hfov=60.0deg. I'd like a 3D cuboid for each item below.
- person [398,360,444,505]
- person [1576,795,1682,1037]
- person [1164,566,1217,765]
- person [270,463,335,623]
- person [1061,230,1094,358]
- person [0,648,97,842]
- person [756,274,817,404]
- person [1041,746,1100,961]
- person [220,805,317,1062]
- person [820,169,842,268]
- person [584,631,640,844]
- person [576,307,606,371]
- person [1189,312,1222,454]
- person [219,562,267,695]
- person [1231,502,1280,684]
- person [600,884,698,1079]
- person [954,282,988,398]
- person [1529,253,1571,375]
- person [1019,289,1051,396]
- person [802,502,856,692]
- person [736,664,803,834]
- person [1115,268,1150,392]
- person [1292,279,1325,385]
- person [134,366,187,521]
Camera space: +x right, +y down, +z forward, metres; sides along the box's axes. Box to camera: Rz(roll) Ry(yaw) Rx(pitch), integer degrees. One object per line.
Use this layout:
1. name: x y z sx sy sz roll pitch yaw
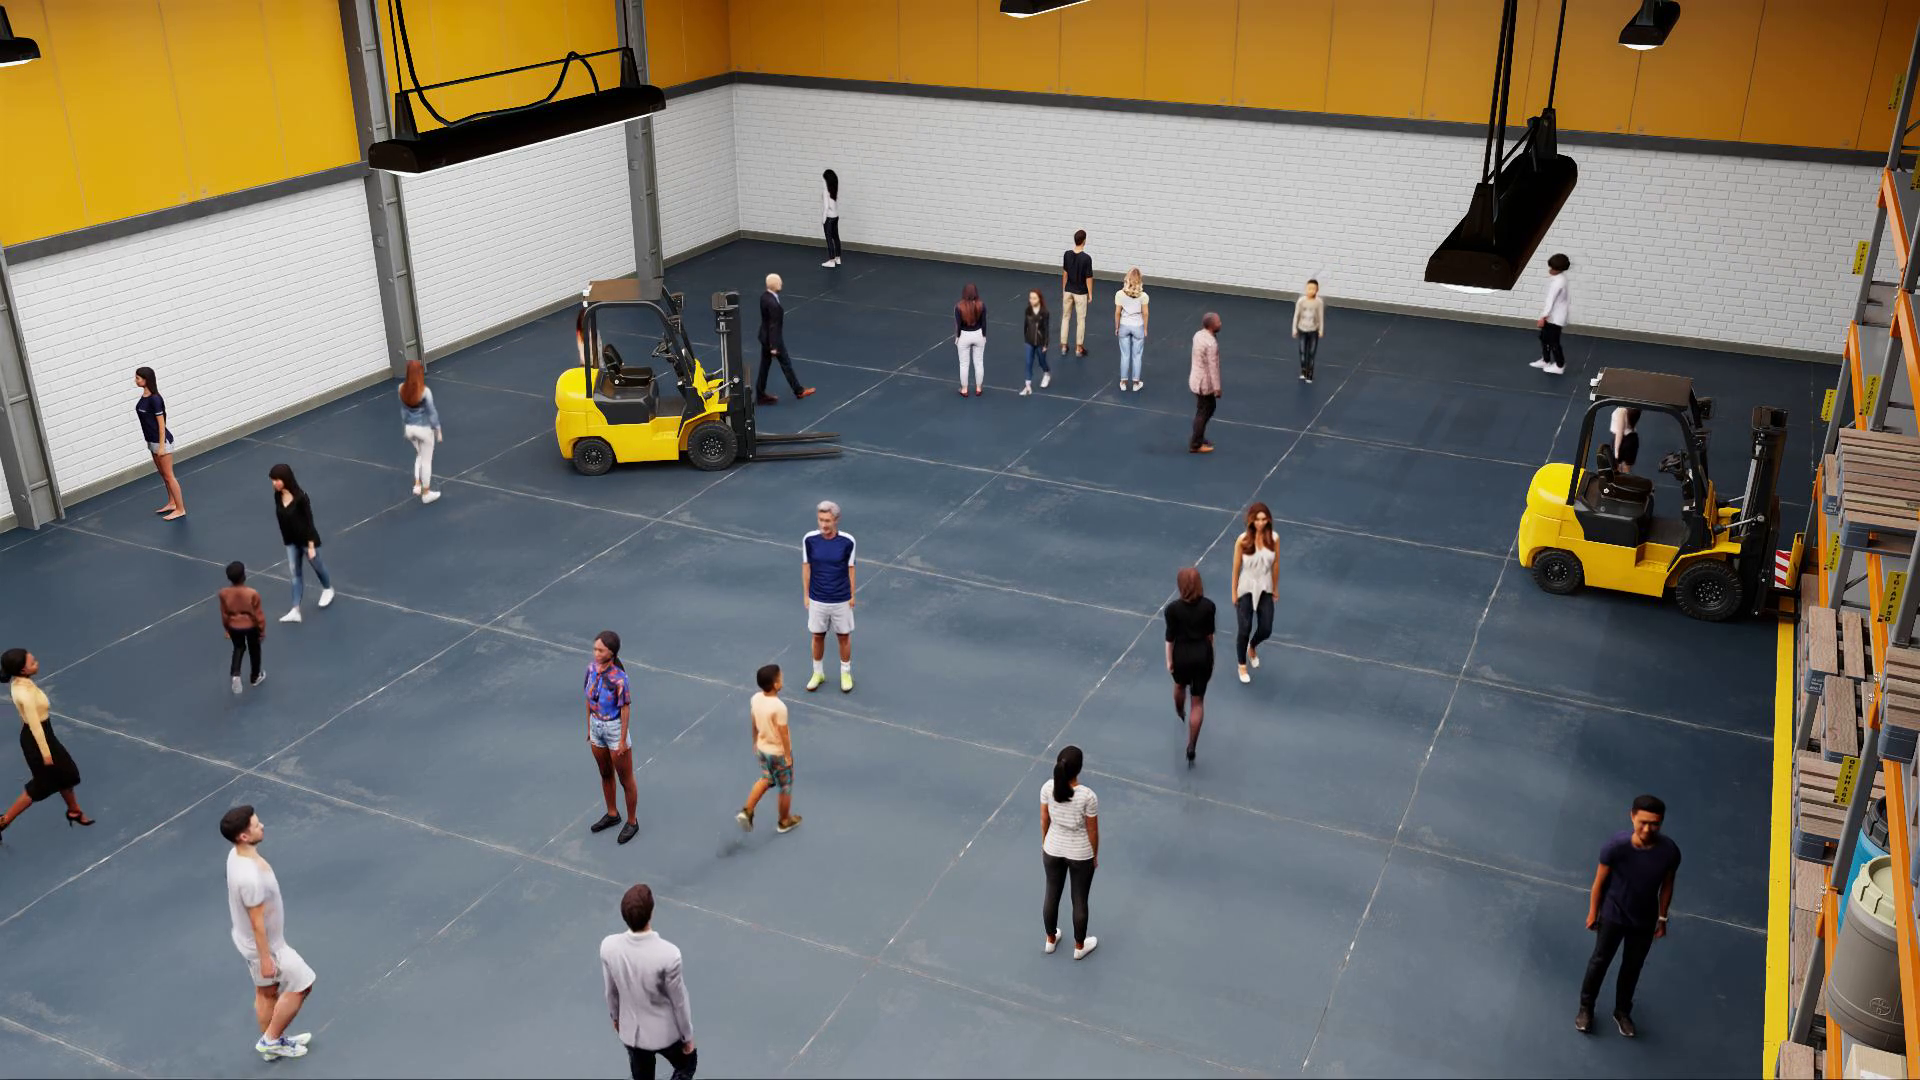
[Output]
1. person: -6.259 -1.213 19.096 0.630 1.690 0.577 9 25 21
2. person: 4.308 2.400 10.707 0.696 1.791 0.605 5 24 10
3. person: 1.947 1.078 13.914 0.893 1.644 1.198 1 24 3
4. person: -6.481 -0.020 16.477 0.748 1.603 1.106 5 24 11
5. person: 1.695 -3.624 24.412 0.635 1.851 0.534 12 26 25
6. person: -7.131 1.607 12.719 1.052 1.631 0.889 -15 28 -31
7. person: -2.605 -2.673 22.336 1.185 1.771 1.109 -9 25 -20
8. person: 0.751 2.145 11.469 0.561 1.647 0.524 10 26 22
9. person: -4.451 2.513 10.381 0.857 1.844 0.838 -14 27 -28
10. person: -2.269 -5.682 29.307 0.666 1.701 0.480 11 26 24
11. person: -2.691 1.500 12.835 0.613 1.735 0.556 14 27 30
12. person: -4.886 -2.341 21.944 0.600 1.477 0.564 13 27 27
13. person: 2.950 -1.940 20.636 0.886 1.789 0.791 -5 24 -10
14. person: -6.495 0.810 15.028 0.745 1.242 0.863 -3 24 -8
15. person: 2.668 0.438 15.214 0.757 1.775 0.805 -2 24 -4
16. person: -1.815 2.860 9.593 0.760 1.840 0.738 7 24 15
17. person: 0.144 -2.750 22.719 0.688 1.605 0.720 -4 24 -10
18. person: 8.476 -3.186 23.516 0.772 1.766 0.631 16 28 33
19. person: 1.086 -2.743 22.894 0.551 1.453 0.950 11 26 23
20. person: -1.173 0.492 15.012 0.711 1.838 0.690 1 24 2
21. person: -1.491 1.652 12.847 0.649 1.446 0.835 19 30 37
22. person: 2.367 -2.903 22.922 0.670 1.723 0.622 5 24 11
23. person: 4.911 -2.963 23.404 0.651 1.447 0.879 7 25 16
24. person: -9.030 -1.109 18.764 0.658 1.766 0.657 -18 29 -35
